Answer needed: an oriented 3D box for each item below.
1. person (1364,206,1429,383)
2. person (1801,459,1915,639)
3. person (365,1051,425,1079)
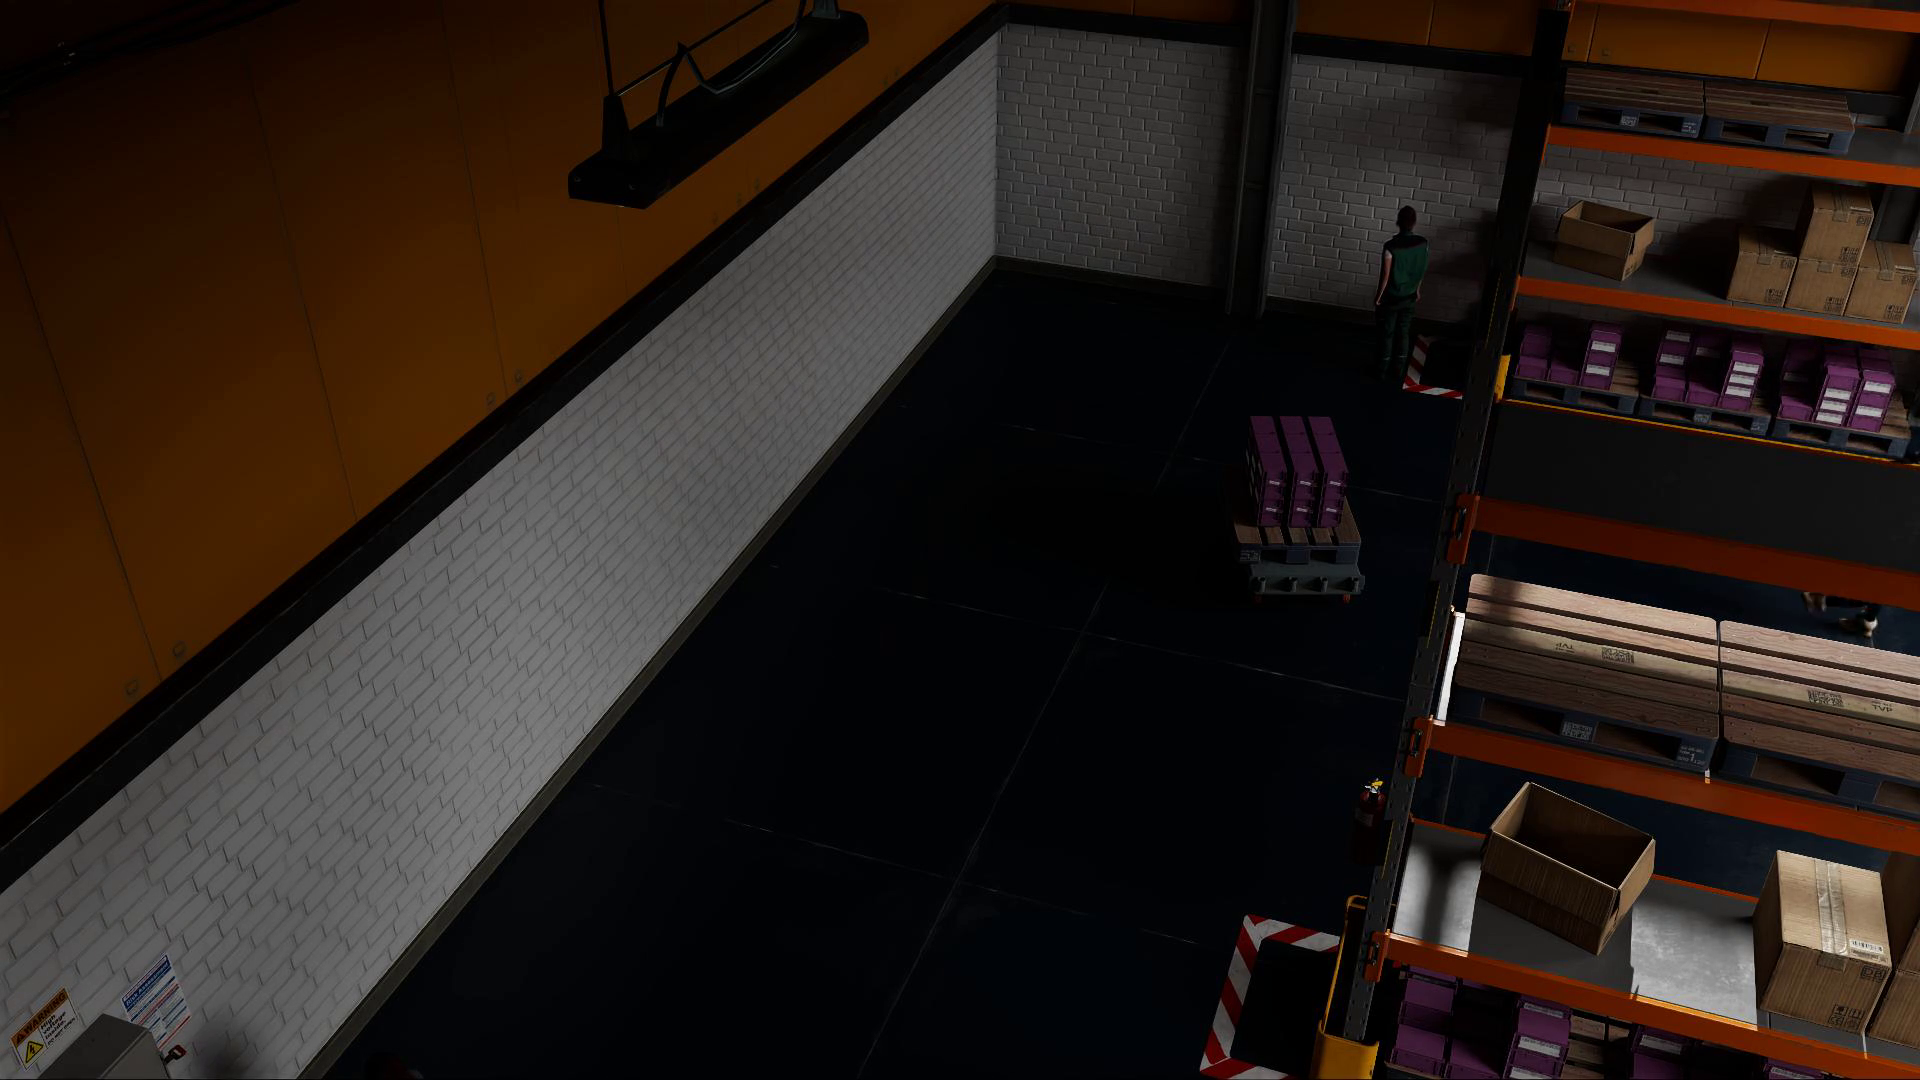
[{"bbox_3d":[4.371,-2.456,16.614,0.714,1.838,0.802,-9,35,-13],"label":"person"},{"bbox_3d":[7.047,0.068,12.985,0.915,1.652,0.764,21,39,29],"label":"person"},{"bbox_3d":[-2.838,3.135,8.529,0.503,1.477,0.560,10,35,15],"label":"person"}]
